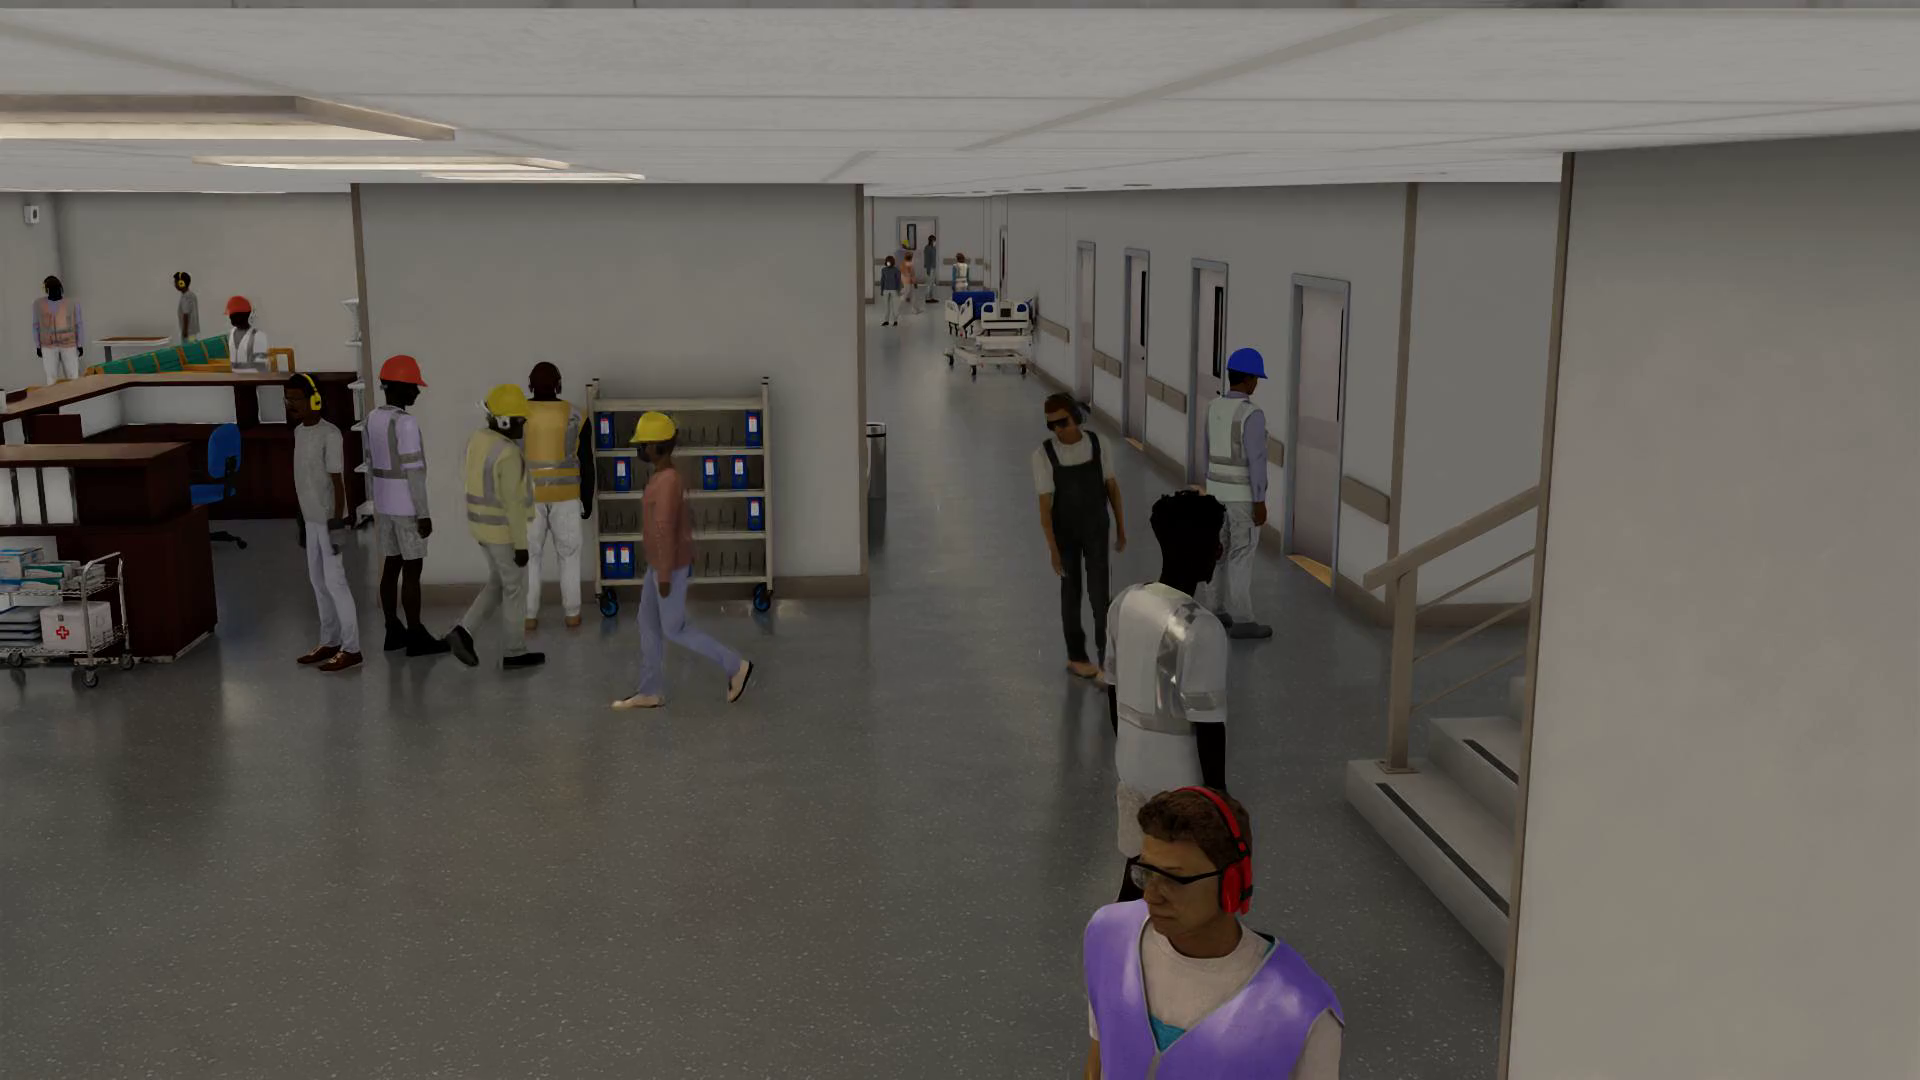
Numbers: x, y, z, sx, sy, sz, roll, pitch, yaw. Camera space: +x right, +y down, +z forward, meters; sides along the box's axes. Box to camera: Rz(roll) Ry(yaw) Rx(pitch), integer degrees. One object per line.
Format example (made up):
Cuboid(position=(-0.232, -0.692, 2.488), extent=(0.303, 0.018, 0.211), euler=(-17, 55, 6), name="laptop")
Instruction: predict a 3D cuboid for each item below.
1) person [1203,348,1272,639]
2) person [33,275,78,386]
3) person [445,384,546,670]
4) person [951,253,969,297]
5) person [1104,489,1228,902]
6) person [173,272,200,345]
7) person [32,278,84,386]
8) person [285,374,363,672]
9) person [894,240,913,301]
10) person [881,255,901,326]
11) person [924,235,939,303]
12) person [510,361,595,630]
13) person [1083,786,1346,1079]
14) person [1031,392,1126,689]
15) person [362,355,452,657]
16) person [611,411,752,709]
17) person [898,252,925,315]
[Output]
Cuboid(position=(1.857, -0.310, 11.125), extent=(0.395, 1.940, 0.601), euler=(-6, 13, -27), name="person")
Cuboid(position=(-12.737, -2.788, 23.445), extent=(0.526, 1.861, 0.321), euler=(-5, 13, -22), name="person")
Cuboid(position=(-2.852, -0.058, 10.212), extent=(0.514, 1.811, 0.611), euler=(-10, 15, -40), name="person")
Cuboid(position=(0.002, -6.222, 40.777), extent=(0.542, 1.623, 0.366), euler=(-10, 15, -40), name="person")
Cuboid(position=(0.724, 0.796, 5.666), extent=(0.361, 1.957, 0.613), euler=(-6, 13, -26), name="person")
Cuboid(position=(-11.438, -3.043, 24.696), extent=(0.503, 1.858, 0.526), euler=(-2, 12, -10), name="person")
Cuboid(position=(-12.453, -2.689, 22.993), extent=(0.625, 1.844, 0.429), euler=(-4, 12, -19), name="person")
Cuboid(position=(-3.980, -0.110, 10.351), extent=(0.514, 1.861, 0.321), euler=(11, 16, 42), name="person")
Cuboid(position=(-1.593, -7.687, 47.587), extent=(0.577, 1.770, 0.945), euler=(2, 12, 12), name="person")
Cuboid(position=(-1.617, -5.795, 38.683), extent=(0.509, 1.631, 0.266), euler=(5, 13, 23), name="person")
Cuboid(position=(-0.840, -7.699, 47.272), extent=(0.370, 1.929, 0.636), euler=(3, 12, 16), name="person")
Cuboid(position=(-2.804, -0.297, 11.338), extent=(0.629, 1.837, 0.429), euler=(-3, 12, -13), name="person")
Cuboid(position=(0.471, 1.349, 3.249), extent=(0.564, 1.846, 0.393), euler=(11, 16, 43), name="person")
Cuboid(position=(0.722, 0.007, 9.937), extent=(0.604, 1.790, 0.683), euler=(-1, 12, -5), name="person")
Cuboid(position=(-3.570, -0.219, 10.703), extent=(0.542, 1.930, 0.374), euler=(10, 15, 40), name="person")
Cuboid(position=(-1.607, 0.130, 9.469), extent=(0.742, 1.742, 0.528), euler=(-3, 12, -14), name="person")
Cuboid(position=(-1.281, -6.541, 42.415), extent=(0.878, 1.583, 0.541), euler=(-5, 13, -23), name="person")
